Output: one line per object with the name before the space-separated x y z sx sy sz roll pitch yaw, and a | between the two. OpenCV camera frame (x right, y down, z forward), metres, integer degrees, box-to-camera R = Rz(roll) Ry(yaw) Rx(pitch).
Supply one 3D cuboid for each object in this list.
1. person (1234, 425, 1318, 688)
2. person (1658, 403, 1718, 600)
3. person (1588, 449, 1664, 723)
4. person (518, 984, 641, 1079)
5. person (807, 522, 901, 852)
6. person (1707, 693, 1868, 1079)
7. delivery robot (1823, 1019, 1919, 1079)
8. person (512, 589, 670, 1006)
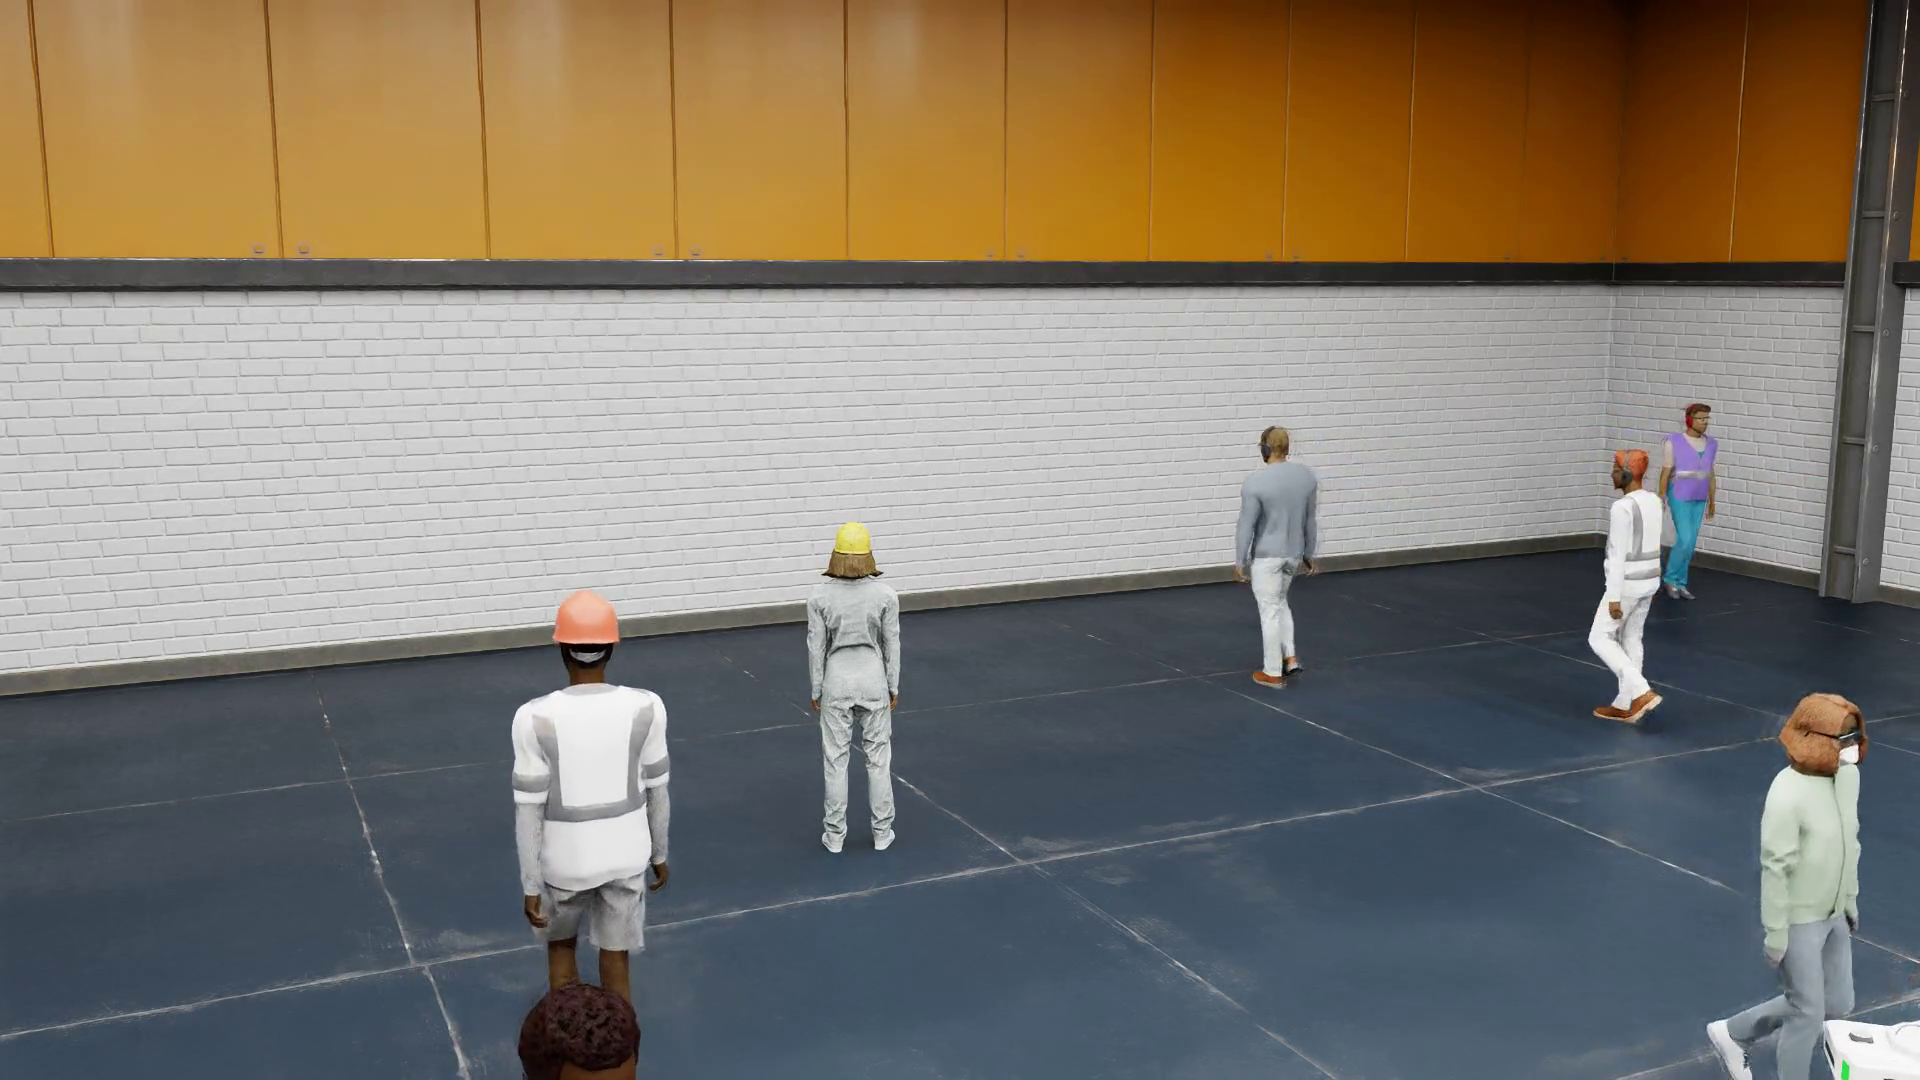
person | 2.283 0.124 12.150 0.658 1.924 0.443 -5 10 -28
person | 6.719 -0.345 15.335 0.592 1.834 0.447 -3 10 -19
person | 4.482 0.324 11.089 0.587 1.873 0.458 -7 12 -38
person | -0.616 1.646 2.842 0.609 1.891 0.822 -5 11 -31
person | -0.554 0.770 8.713 0.487 1.744 0.294 -1 9 -7
person | 2.912 1.302 5.803 0.514 1.615 0.507 -6 11 -35
delivery robot | 3.321 1.815 5.617 0.707 0.478 0.477 3 10 18
person | -1.308 1.125 5.953 0.557 1.916 0.500 -3 10 -18
